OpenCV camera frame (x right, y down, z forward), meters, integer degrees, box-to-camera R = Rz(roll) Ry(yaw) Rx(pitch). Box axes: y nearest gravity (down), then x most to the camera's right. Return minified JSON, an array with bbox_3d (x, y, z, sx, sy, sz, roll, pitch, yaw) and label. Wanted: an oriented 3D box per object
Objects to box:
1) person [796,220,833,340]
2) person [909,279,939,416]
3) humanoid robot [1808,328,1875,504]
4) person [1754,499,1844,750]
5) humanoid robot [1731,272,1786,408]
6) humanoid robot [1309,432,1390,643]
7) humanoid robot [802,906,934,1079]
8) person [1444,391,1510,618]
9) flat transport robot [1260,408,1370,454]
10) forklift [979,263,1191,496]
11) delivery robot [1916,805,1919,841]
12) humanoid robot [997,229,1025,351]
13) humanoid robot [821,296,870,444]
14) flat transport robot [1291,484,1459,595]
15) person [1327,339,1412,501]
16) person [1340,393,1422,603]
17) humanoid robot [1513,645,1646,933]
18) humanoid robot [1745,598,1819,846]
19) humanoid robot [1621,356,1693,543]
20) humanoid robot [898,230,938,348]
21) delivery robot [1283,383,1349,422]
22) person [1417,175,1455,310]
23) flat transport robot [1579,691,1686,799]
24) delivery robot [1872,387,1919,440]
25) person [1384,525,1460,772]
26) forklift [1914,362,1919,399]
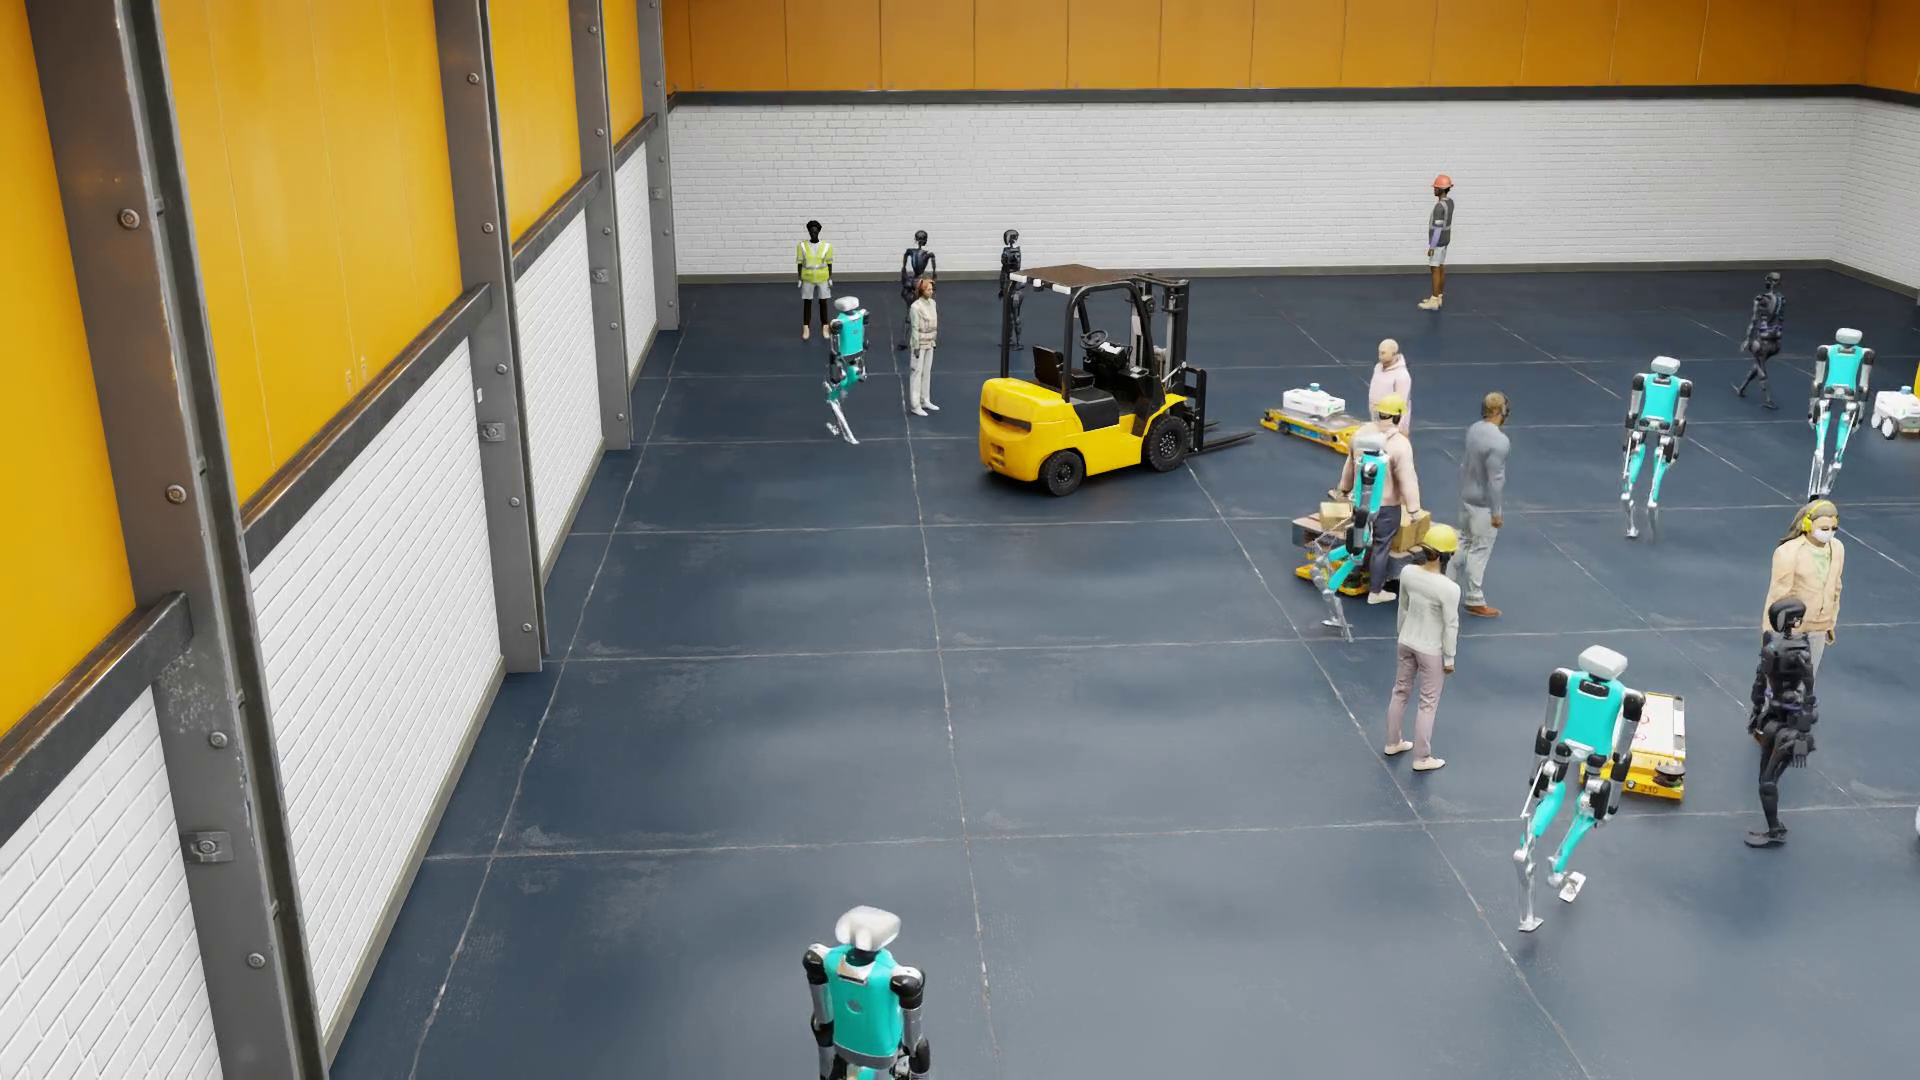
[{"bbox_3d":[-2.057,-3.691,23.609,0.531,1.696,0.319,-2,20,-6],"label":"person"},{"bbox_3d":[-0.437,-2.328,19.974,0.313,1.641,0.514,11,23,26],"label":"person"},{"bbox_3d":[8.800,-1.183,16.732,0.543,1.758,0.967,10,22,25],"label":"humanoid robot"},{"bbox_3d":[5.893,0.595,11.699,0.567,1.867,0.417,-5,21,-14],"label":"person"},{"bbox_3d":[9.840,-2.469,20.394,0.602,1.618,0.825,-9,22,-23],"label":"humanoid robot"},{"bbox_3d":[3.097,-0.018,13.583,0.709,1.822,0.541,8,22,21],"label":"humanoid robot"},{"bbox_3d":[-0.291,2.285,7.271,0.539,1.788,0.780,8,22,22],"label":"humanoid robot"},{"bbox_3d":[4.401,-0.301,14.088,0.407,1.910,0.730,-1,20,-3],"label":"person"},{"bbox_3d":[4.192,-1.293,19.150,0.659,0.231,1.431,-13,24,-31],"label":"flat transport robot"},{"bbox_3d":[1.315,-1.764,17.646,2.313,2.155,1.214,-14,24,-33],"label":"forklift"},{"bbox_3d":[6.303,1.784,10.341,0.499,0.587,0.771,8,21,20],"label":"delivery robot"},{"bbox_3d":[0.717,-3.465,23.004,0.315,1.657,0.599,-8,22,-20],"label":"humanoid robot"},{"bbox_3d":[-1.418,-1.905,18.759,0.594,1.802,0.952,-17,26,-39],"label":"humanoid robot"},{"bbox_3d":[3.782,0.184,15.125,1.431,0.231,0.659,-15,25,-35],"label":"flat transport robot"},{"bbox_3d":[4.190,-1.133,16.588,0.968,1.736,0.563,-10,23,-26],"label":"person"},{"bbox_3d":[3.588,-0.353,14.292,0.431,1.855,0.818,-16,25,-36],"label":"person"},{"bbox_3d":[3.448,1.495,9.464,0.560,1.746,1.044,15,25,36],"label":"humanoid robot"},{"bbox_3d":[5.178,1.144,10.471,0.360,1.635,0.613,-2,20,-6],"label":"humanoid robot"},{"bbox_3d":[6.486,-0.772,15.689,0.543,1.861,0.656,11,23,28],"label":"humanoid robot"},{"bbox_3d":[-0.602,-3.483,23.175,0.612,1.652,0.776,11,23,28],"label":"humanoid robot"},{"bbox_3d":[4.134,-1.503,19.334,0.504,0.614,0.785,-16,26,-37],"label":"delivery robot"},{"bbox_3d":[7.313,-4.563,25.490,0.370,2.044,0.605,11,23,28],"label":"person"},{"bbox_3d":[4.785,1.396,11.824,0.659,0.231,1.431,8,22,20],"label":"flat transport robot"},{"bbox_3d":[10.888,-1.460,19.209,0.499,0.609,0.806,1,20,3],"label":"delivery robot"},{"bbox_3d":[3.218,0.732,11.472,0.337,1.760,0.525,-12,23,-29],"label":"person"},{"bbox_3d":[12.602,-2.435,19.475,2.313,2.155,1.214,-1,20,-4],"label":"forklift"}]
